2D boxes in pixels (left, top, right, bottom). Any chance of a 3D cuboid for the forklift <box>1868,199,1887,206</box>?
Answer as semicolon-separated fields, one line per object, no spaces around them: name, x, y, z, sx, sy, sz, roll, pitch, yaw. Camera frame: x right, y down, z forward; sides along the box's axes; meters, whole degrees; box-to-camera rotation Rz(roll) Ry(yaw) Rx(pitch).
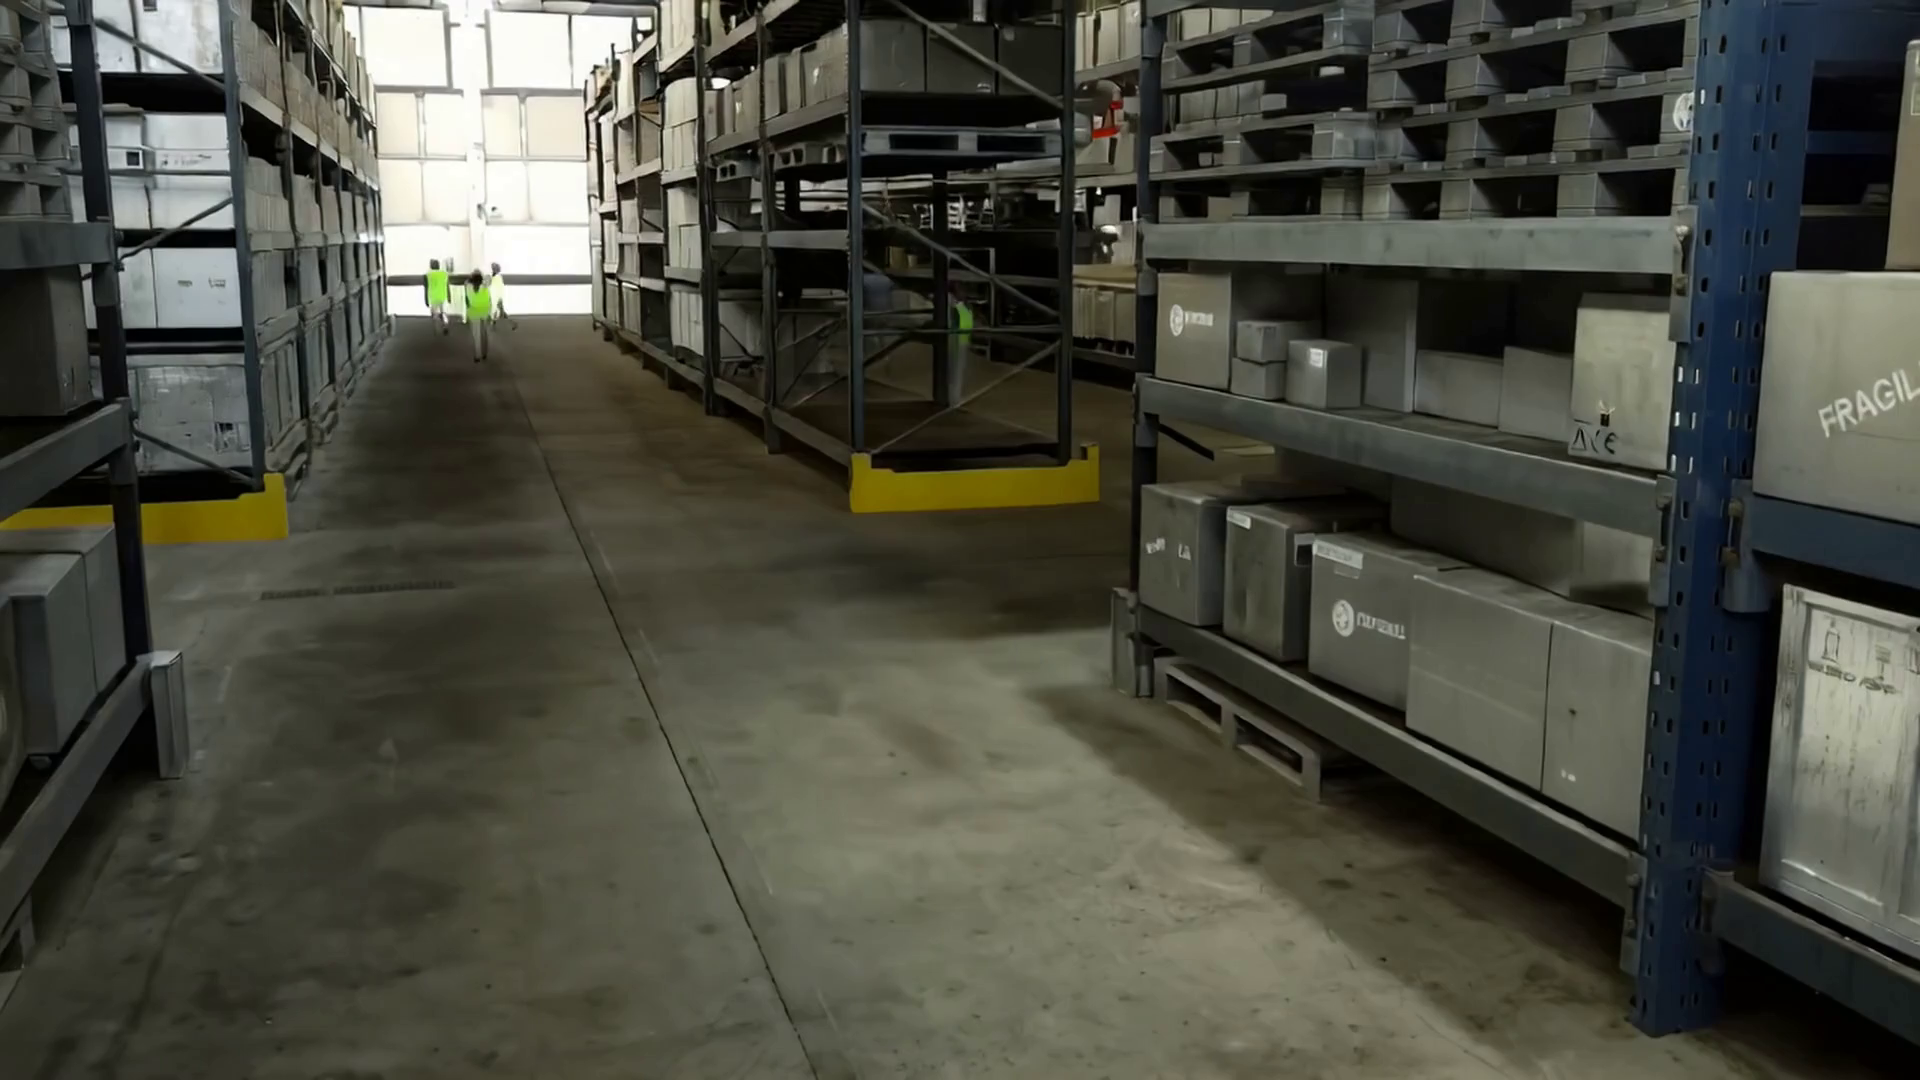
forklift;11.338;-2.915;21.052;1.129;2.768;1.873;-3;11;-17

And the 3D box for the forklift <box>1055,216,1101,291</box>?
forklift;2.805;-6.125;38.646;1.129;2.768;1.873;-3;11;-17

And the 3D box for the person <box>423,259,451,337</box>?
person;-12.339;-5.712;39.255;0.648;1.833;0.435;-7;13;-35

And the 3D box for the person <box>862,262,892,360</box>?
person;-1.651;-4.398;31.998;0.649;1.866;0.983;-5;11;-24

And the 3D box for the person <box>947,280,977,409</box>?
person;0.024;-2.406;21.207;0.452;1.806;0.607;5;11;24

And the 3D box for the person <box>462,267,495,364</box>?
person;-9.041;-4.230;31.254;0.602;1.793;0.905;-3;11;-14

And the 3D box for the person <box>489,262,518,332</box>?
person;-11.360;-5.995;41.094;0.741;1.730;0.570;-2;11;-13
